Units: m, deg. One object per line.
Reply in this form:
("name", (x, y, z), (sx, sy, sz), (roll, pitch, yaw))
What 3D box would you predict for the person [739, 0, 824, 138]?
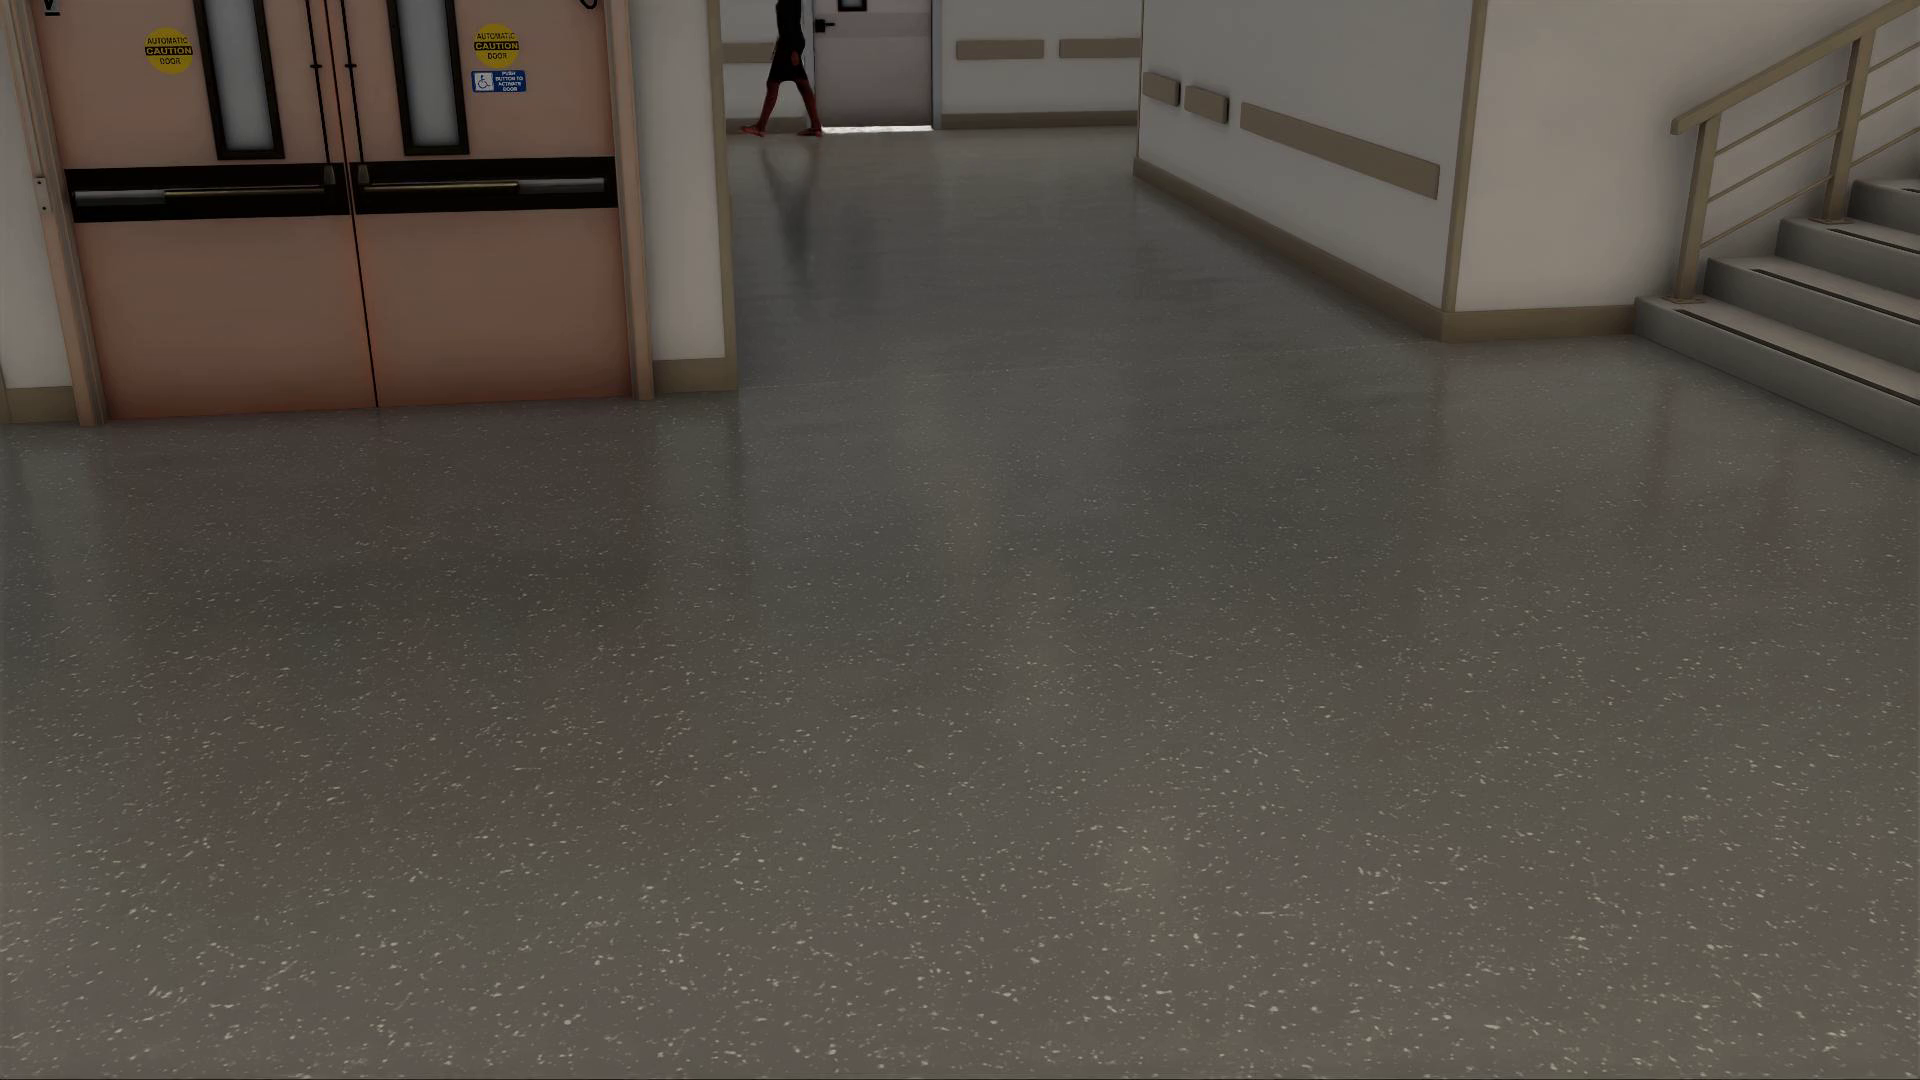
("person", (-1.586, -4.819, 16.473), (1.060, 1.686, 0.665), (-2, 21, -5))
